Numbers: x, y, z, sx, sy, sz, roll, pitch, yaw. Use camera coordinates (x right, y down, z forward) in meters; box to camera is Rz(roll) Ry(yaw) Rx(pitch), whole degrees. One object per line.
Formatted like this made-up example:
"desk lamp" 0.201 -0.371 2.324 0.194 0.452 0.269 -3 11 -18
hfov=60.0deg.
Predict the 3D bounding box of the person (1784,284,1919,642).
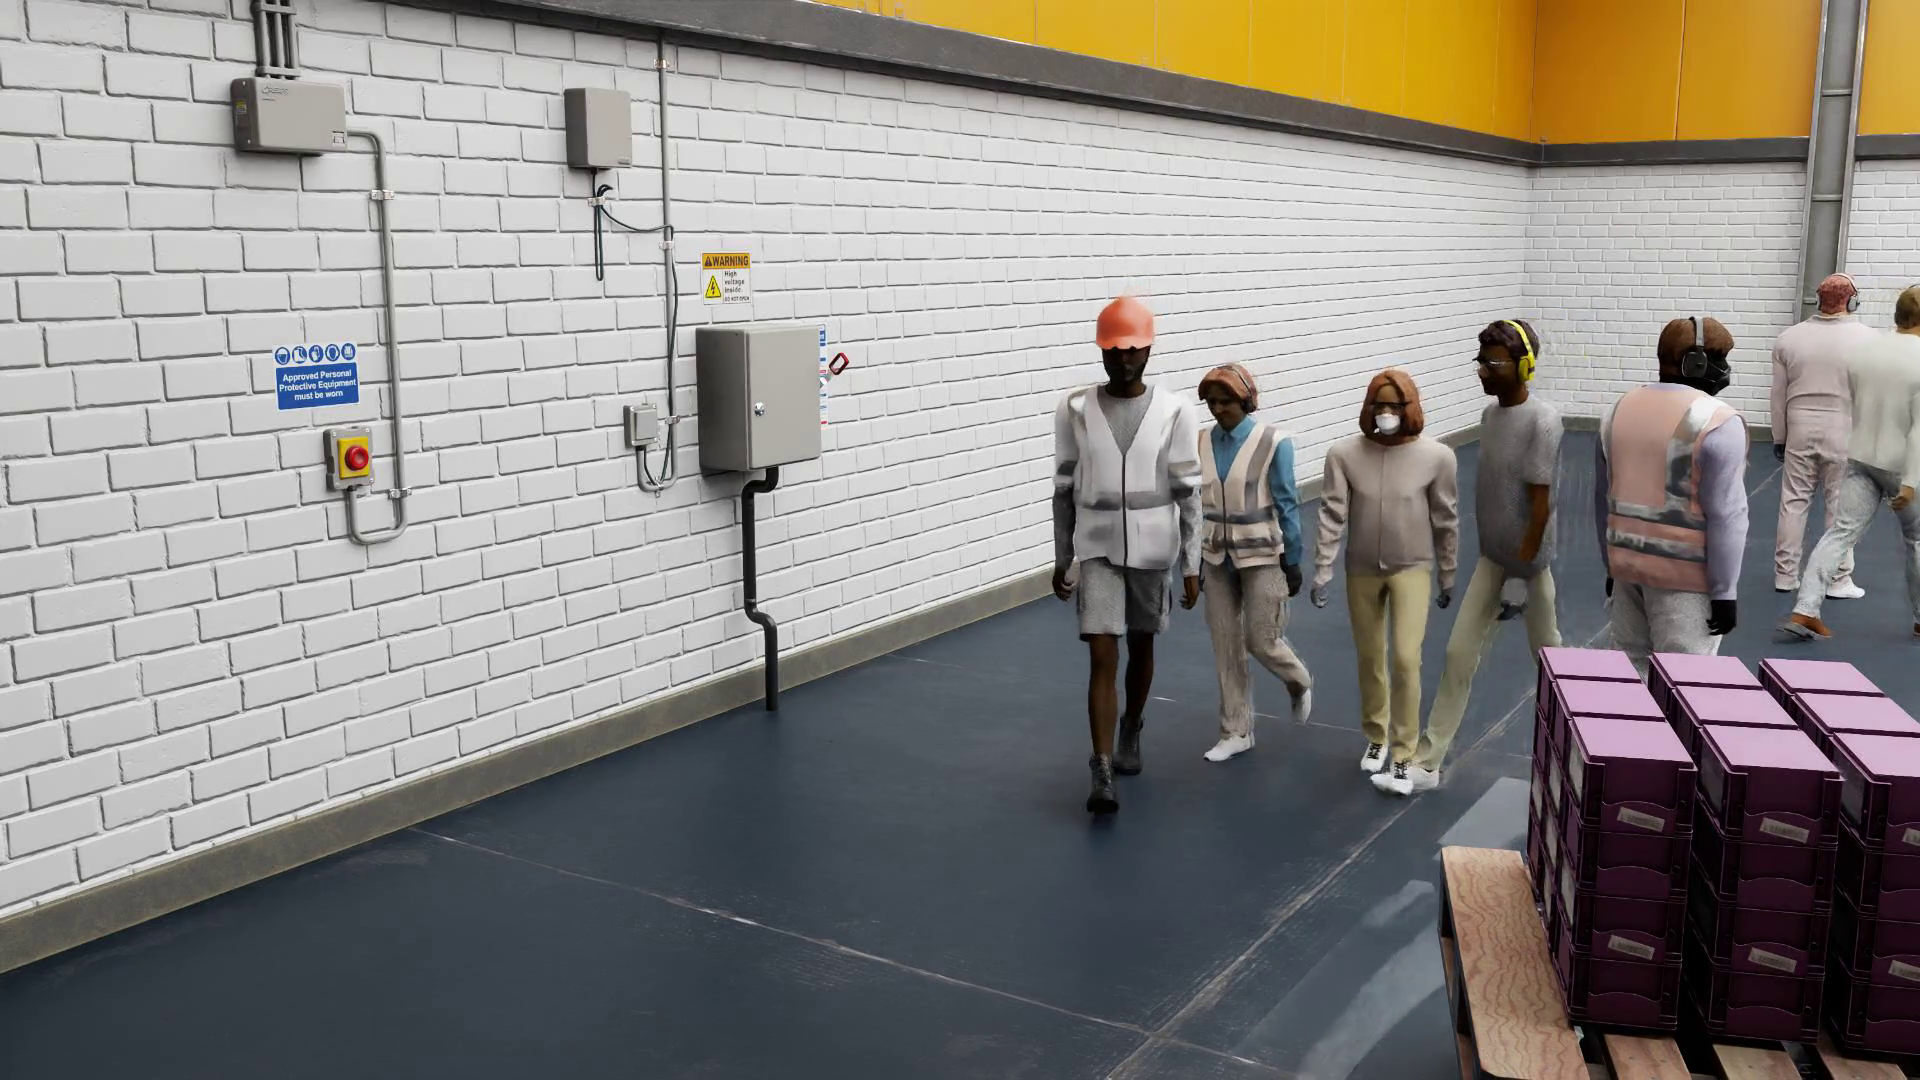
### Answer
"person" 4.814 -0.384 8.660 1.045 1.893 0.629 -5 11 -25

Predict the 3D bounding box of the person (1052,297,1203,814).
"person" 0.621 0.048 6.222 0.565 1.882 0.975 1 10 6

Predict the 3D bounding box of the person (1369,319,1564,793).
"person" 2.100 0.086 6.261 0.985 1.821 0.545 -3 11 -16

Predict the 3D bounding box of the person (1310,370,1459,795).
"person" 1.621 0.159 6.389 0.513 1.610 0.678 5 11 25

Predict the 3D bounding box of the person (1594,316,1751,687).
"person" 2.519 0.134 5.888 0.430 1.841 0.624 -4 11 -20

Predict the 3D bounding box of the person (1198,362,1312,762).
"person" 1.187 0.081 6.768 0.546 1.618 0.550 9 14 42

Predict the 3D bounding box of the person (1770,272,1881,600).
"person" 5.110 -0.607 9.794 0.407 1.913 0.641 -9 14 -41
